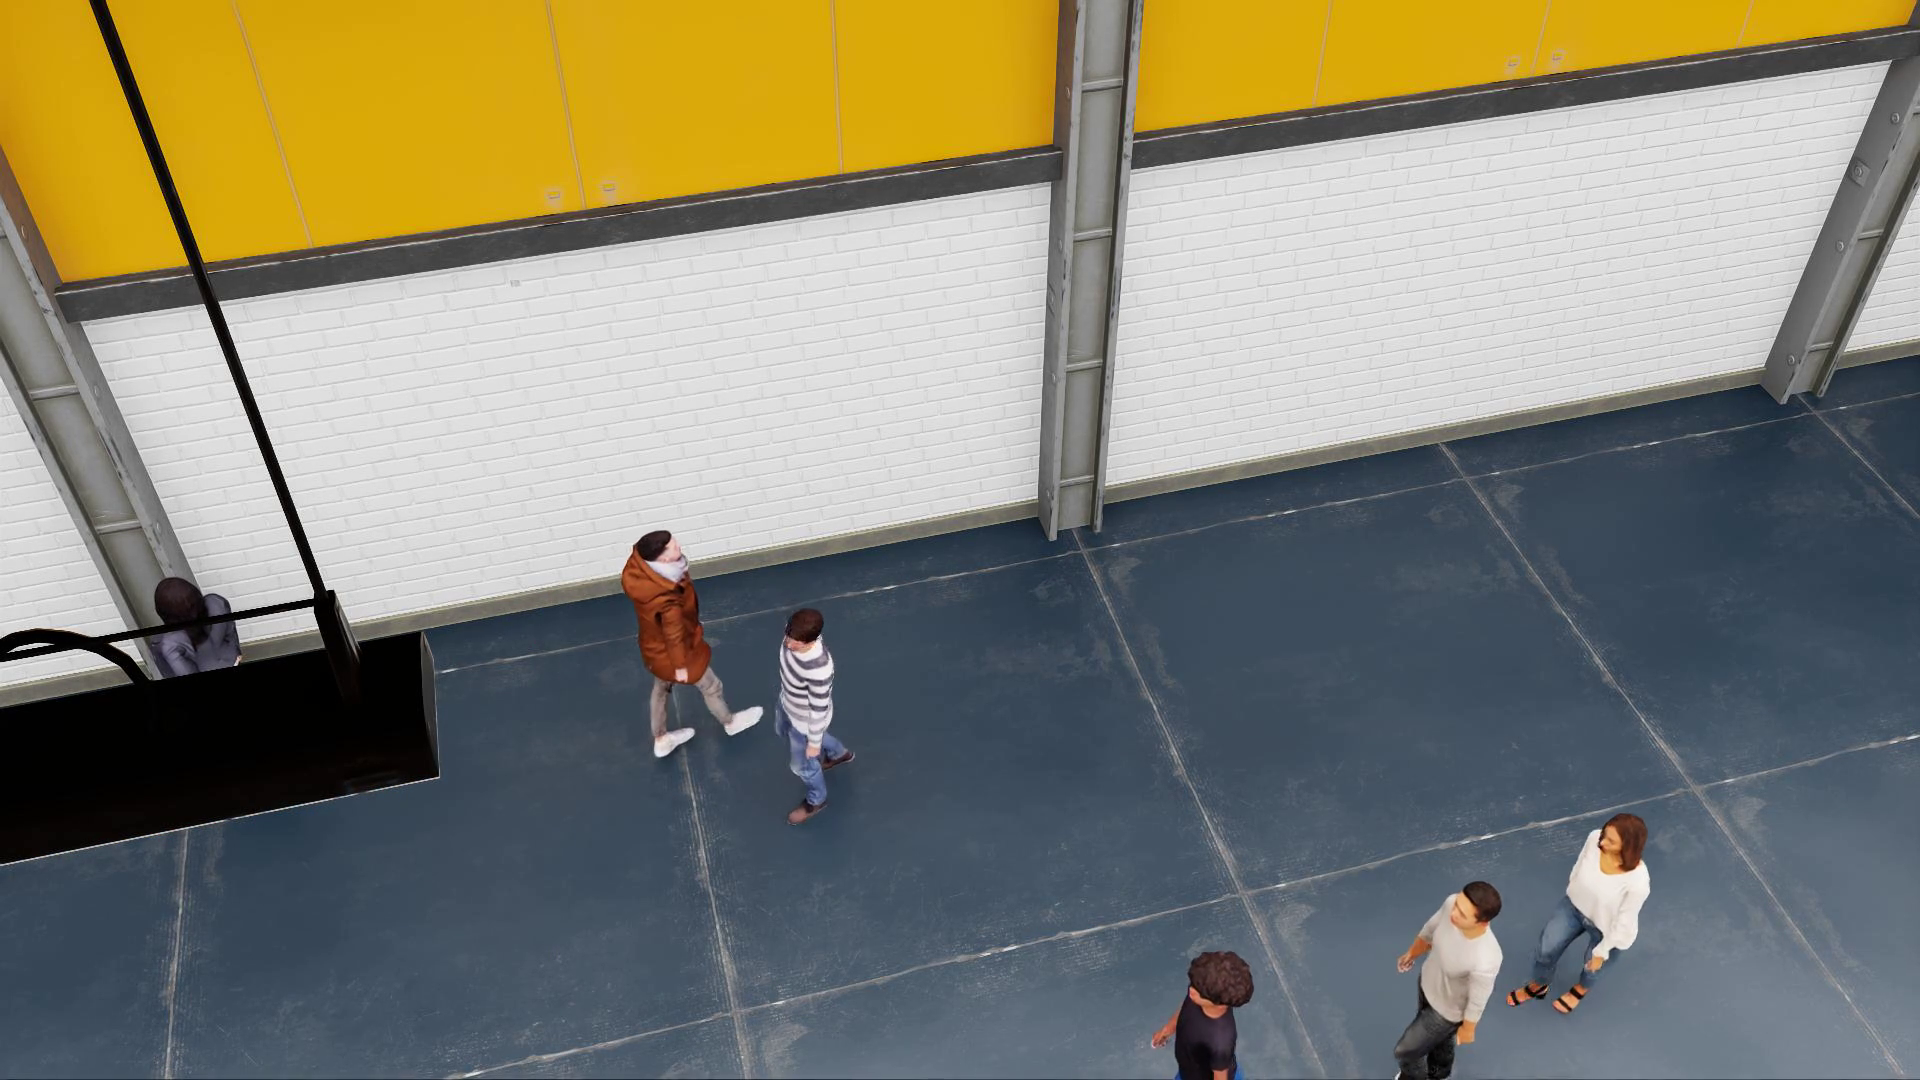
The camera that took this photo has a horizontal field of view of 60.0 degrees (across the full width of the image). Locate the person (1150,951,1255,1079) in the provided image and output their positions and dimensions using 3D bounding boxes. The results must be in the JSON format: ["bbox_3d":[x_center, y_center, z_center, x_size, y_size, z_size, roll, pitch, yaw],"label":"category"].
[{"bbox_3d":[1.265,2.516,8.009,1.207,1.750,0.796,0,44,0],"label":"person"}]

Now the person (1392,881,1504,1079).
[{"bbox_3d":[2.511,2.237,8.267,0.739,1.797,0.716,-2,44,-2],"label":"person"}]

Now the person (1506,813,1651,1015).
[{"bbox_3d":[3.394,1.944,8.670,0.756,1.668,0.703,-20,47,-20],"label":"person"}]

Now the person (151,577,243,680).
[{"bbox_3d":[-4.480,0.799,9.921,0.824,1.598,0.791,11,45,12],"label":"person"}]

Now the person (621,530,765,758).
[{"bbox_3d":[-1.788,0.673,9.896,1.063,1.816,0.924,-28,50,-26],"label":"person"}]

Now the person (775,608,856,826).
[{"bbox_3d":[-0.865,0.947,9.606,0.769,1.819,0.754,-7,44,-7],"label":"person"}]
